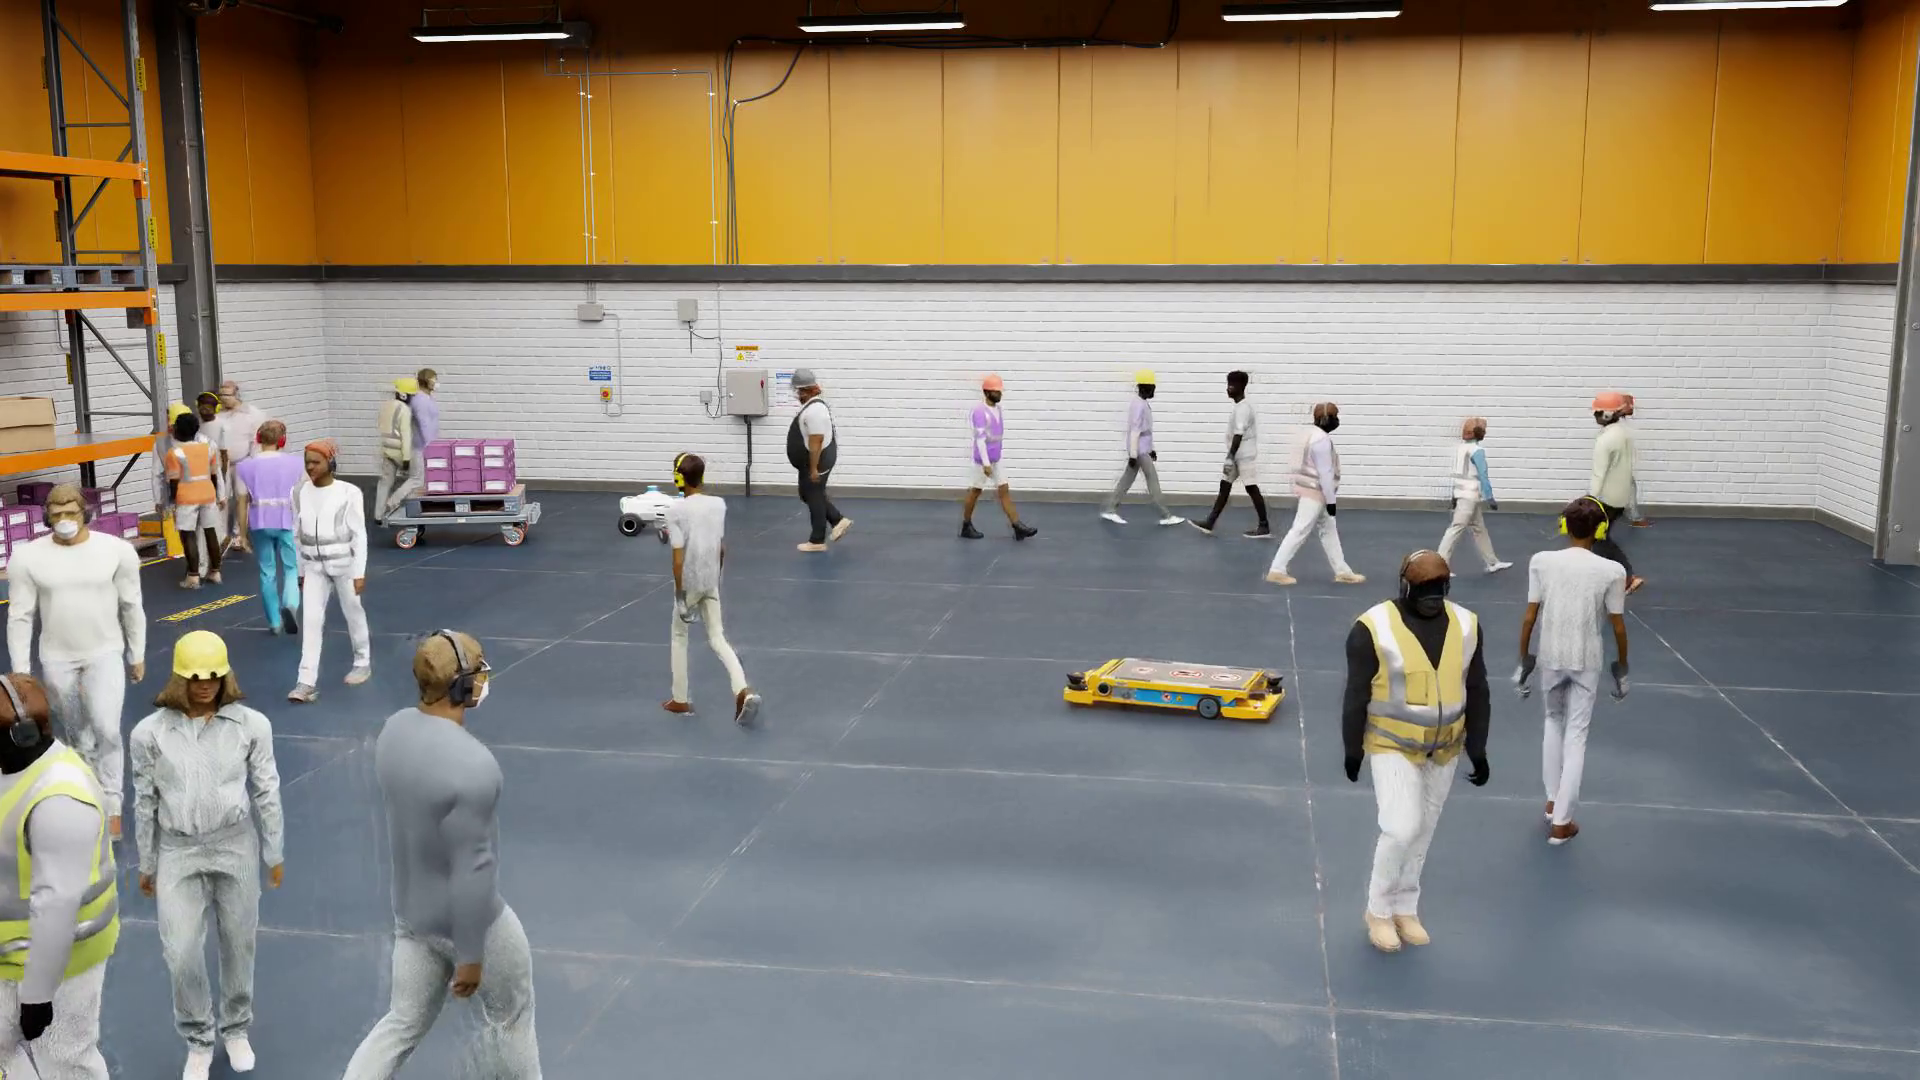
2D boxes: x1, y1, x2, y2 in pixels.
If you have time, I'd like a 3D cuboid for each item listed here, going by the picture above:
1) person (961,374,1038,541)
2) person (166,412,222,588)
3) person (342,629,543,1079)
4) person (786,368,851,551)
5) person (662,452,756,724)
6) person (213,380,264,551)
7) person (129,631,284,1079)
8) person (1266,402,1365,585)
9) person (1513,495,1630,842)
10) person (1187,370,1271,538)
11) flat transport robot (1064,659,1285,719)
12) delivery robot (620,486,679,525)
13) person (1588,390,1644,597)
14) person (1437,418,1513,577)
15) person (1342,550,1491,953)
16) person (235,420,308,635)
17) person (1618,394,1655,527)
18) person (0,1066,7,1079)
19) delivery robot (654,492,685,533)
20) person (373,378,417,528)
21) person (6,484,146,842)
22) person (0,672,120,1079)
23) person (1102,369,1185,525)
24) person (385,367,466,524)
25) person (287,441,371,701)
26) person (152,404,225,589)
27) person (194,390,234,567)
[{"bbox_3d":[0.397,-0.915,18.721,1.008,1.879,0.563,6,11,34],"label":"person"},{"bbox_3d":[-7.364,-0.381,15.994,0.317,1.696,0.540,5,10,29],"label":"person"},{"bbox_3d":[-1.714,1.224,5.426,0.630,1.909,0.978,8,12,40],"label":"person"},{"bbox_3d":[-1.547,-0.882,18.041,0.679,2.000,0.719,-1,9,-8],"label":"person"},{"bbox_3d":[-1.726,0.326,11.193,0.507,1.846,0.874,-8,12,-40],"label":"person"},{"bbox_3d":[-7.876,-0.801,18.051,0.649,1.875,0.469,-2,9,-13],"label":"person"},{"bbox_3d":[-2.775,1.188,6.183,0.500,1.722,0.555,-5,10,-27],"label":"person"},{"bbox_3d":[3.437,-0.438,16.102,0.970,1.795,0.644,1,9,5],"label":"person"},{"bbox_3d":[3.329,0.674,8.984,0.572,1.842,0.695,6,11,33],"label":"person"},{"bbox_3d":[3.117,-0.970,18.968,0.992,1.911,0.627,0,9,3],"label":"person"},{"bbox_3d":[1.508,1.026,11.679,1.431,0.197,0.652,4,10,21],"label":"flat transport robot"},{"bbox_3d":[-3.562,-0.385,19.267,0.707,0.478,0.477,0,9,-3],"label":"delivery robot"},{"bbox_3d":[5.889,-0.373,15.079,0.480,1.974,0.635,8,12,43],"label":"person"},{"bbox_3d":[5.102,-0.414,16.533,0.874,1.591,0.517,0,9,1],"label":"person"},{"bbox_3d":[2.047,0.942,7.427,0.625,1.821,0.502,-2,9,-14],"label":"person"},{"bbox_3d":[-5.654,-0.078,13.732,0.566,1.821,0.643,-3,10,-20],"label":"person"},{"bbox_3d":[7.845,-0.953,19.881,0.862,1.589,0.503,1,9,5],"label":"person"},{"bbox_3d":[-1.877,1.672,3.177,0.529,1.730,0.871,-2,9,-11],"label":"person"},{"bbox_3d":[-3.104,-0.296,18.710,0.477,0.478,0.707,6,11,34],"label":"delivery robot"},{"bbox_3d":[-6.654,-1.045,19.876,0.705,1.772,0.867,8,12,41],"label":"person"},{"bbox_3d":[-4.690,0.664,8.831,0.646,1.910,0.750,-3,10,-19],"label":"person"},{"bbox_3d":[-2.908,1.302,5.163,0.543,1.819,0.649,-8,12,-42],"label":"person"},{"bbox_3d":[2.172,-1.103,19.941,0.994,1.886,0.602,1,9,7],"label":"person"},{"bbox_3d":[-6.453,-1.106,19.866,0.914,1.915,0.623,0,9,-3],"label":"person"},{"bbox_3d":[-4.542,0.206,11.954,0.596,1.829,0.974,1,9,7],"label":"person"},{"bbox_3d":[-7.507,-0.450,16.202,0.599,1.785,0.944,-2,9,-12],"label":"person"},{"bbox_3d":[-7.699,-0.632,17.137,0.561,1.839,0.496,3,10,19],"label":"person"}]
